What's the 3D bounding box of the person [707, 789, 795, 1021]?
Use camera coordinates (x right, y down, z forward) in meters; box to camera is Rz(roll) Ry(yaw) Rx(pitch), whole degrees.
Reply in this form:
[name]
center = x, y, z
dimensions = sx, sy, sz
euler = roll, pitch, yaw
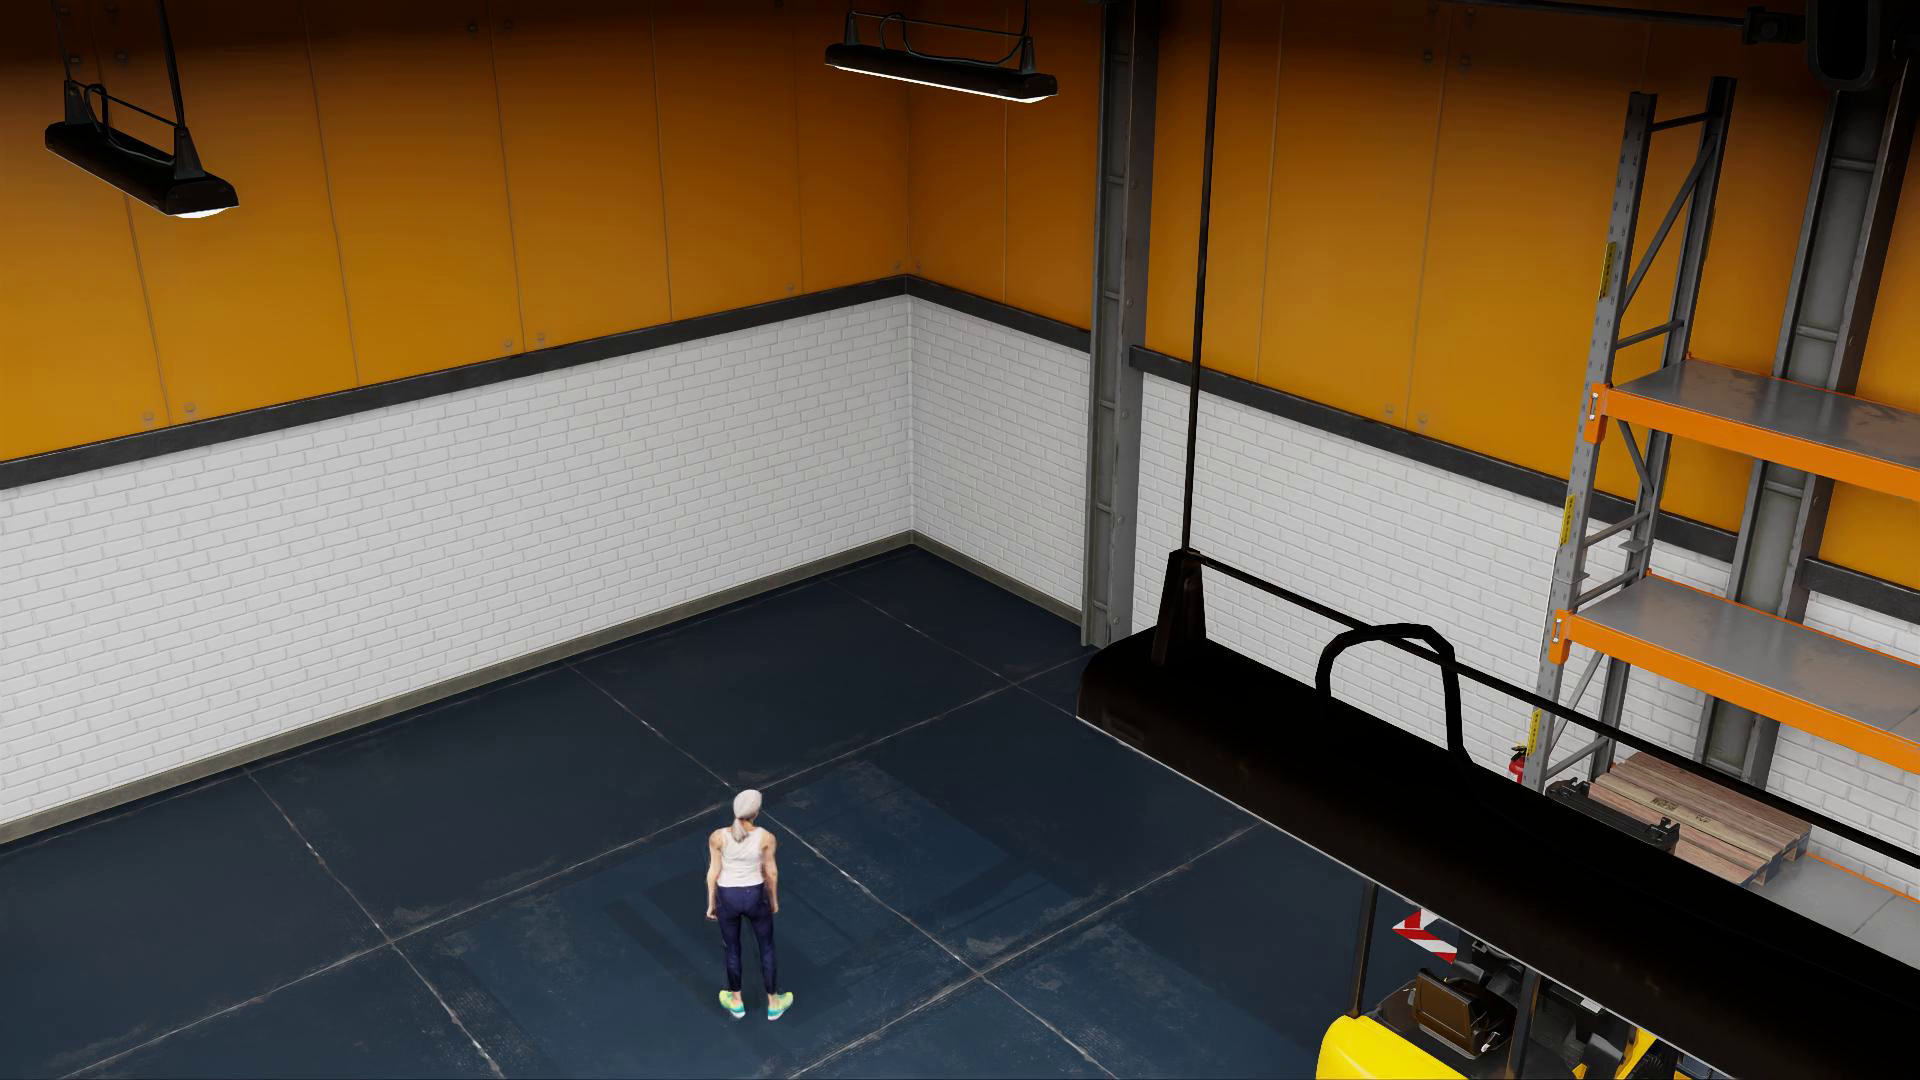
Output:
[person]
center = -1.441, 2.397, 10.938
dimensions = 0.786, 1.697, 0.783
euler = -7, 25, -16
